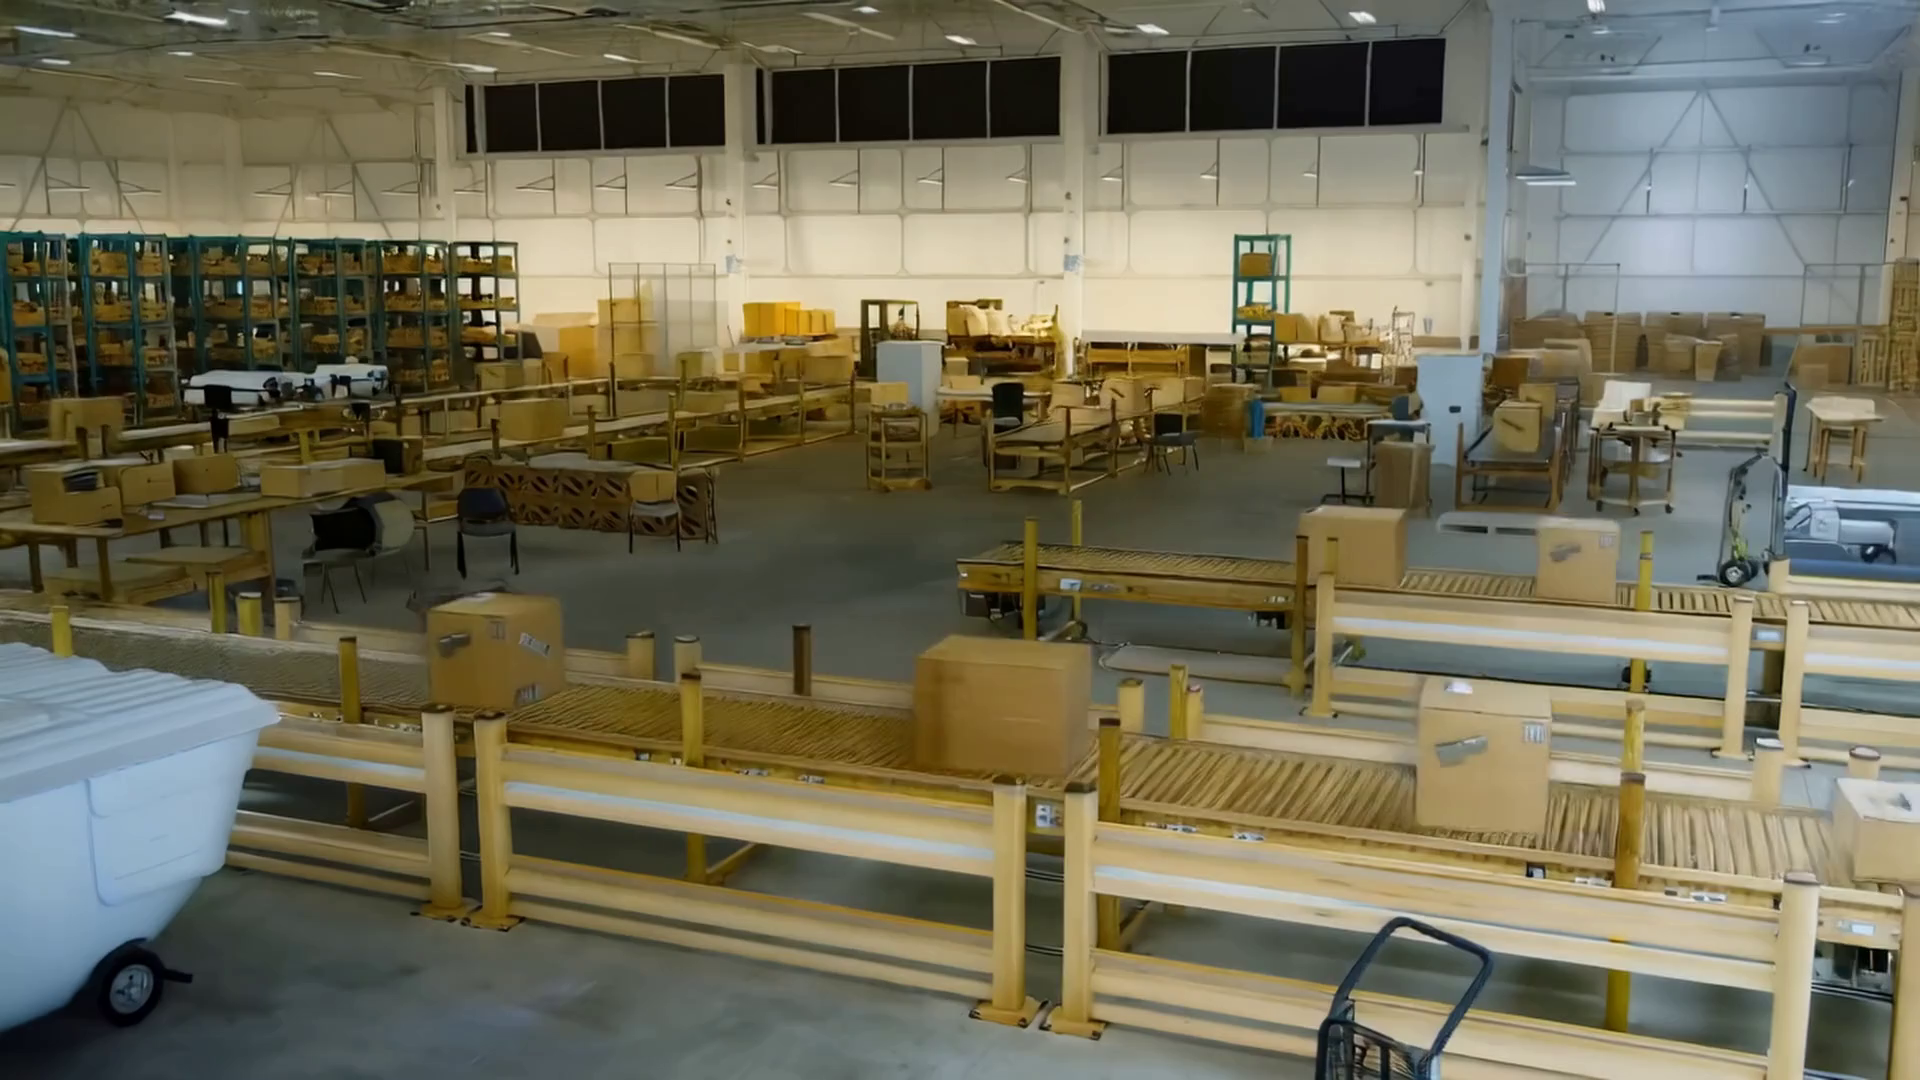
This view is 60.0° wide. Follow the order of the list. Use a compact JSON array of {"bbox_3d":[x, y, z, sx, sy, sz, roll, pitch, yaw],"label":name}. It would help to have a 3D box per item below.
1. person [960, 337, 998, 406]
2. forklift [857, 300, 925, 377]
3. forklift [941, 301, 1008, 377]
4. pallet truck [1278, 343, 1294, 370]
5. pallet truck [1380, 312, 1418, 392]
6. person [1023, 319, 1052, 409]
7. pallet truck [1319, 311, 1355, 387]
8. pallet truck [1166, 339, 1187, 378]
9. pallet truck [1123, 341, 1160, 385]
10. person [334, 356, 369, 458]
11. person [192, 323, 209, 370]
[{"bbox_3d":[0.537,-3.636,34.869,0.990,1.853,0.653,-1,9,-9],"label":"person"},{"bbox_3d":[-1.732,-5.109,42.468,1.157,1.987,2.680,4,10,22],"label":"forklift"},{"bbox_3d":[0.365,-4.966,41.571,1.157,1.987,2.680,3,10,20],"label":"forklift"},{"bbox_3d":[7.886,-4.163,39.743,0.653,1.274,1.630,4,10,22],"label":"pallet truck"},{"bbox_3d":[10.207,-4.283,38.369,0.823,1.965,1.885,3,10,20],"label":"pallet truck"},{"bbox_3d":[1.438,-3.179,31.537,0.609,2.044,0.396,7,11,35],"label":"person"},{"bbox_3d":[9.071,-4.419,39.190,0.823,1.965,1.885,5,10,26],"label":"pallet truck"},{"bbox_3d":[5.418,-4.269,40.420,0.704,1.261,1.522,3,10,20],"label":"pallet truck"},{"bbox_3d":[4.445,-4.380,41.279,0.680,1.201,1.601,4,10,22],"label":"pallet truck"},{"bbox_3d":[-8.597,-1.723,23.554,0.534,1.767,0.314,3,10,20],"label":"person"},{"bbox_3d":[-17.859,-4.329,39.092,0.570,1.848,0.378,-4,10,-20],"label":"person"}]
